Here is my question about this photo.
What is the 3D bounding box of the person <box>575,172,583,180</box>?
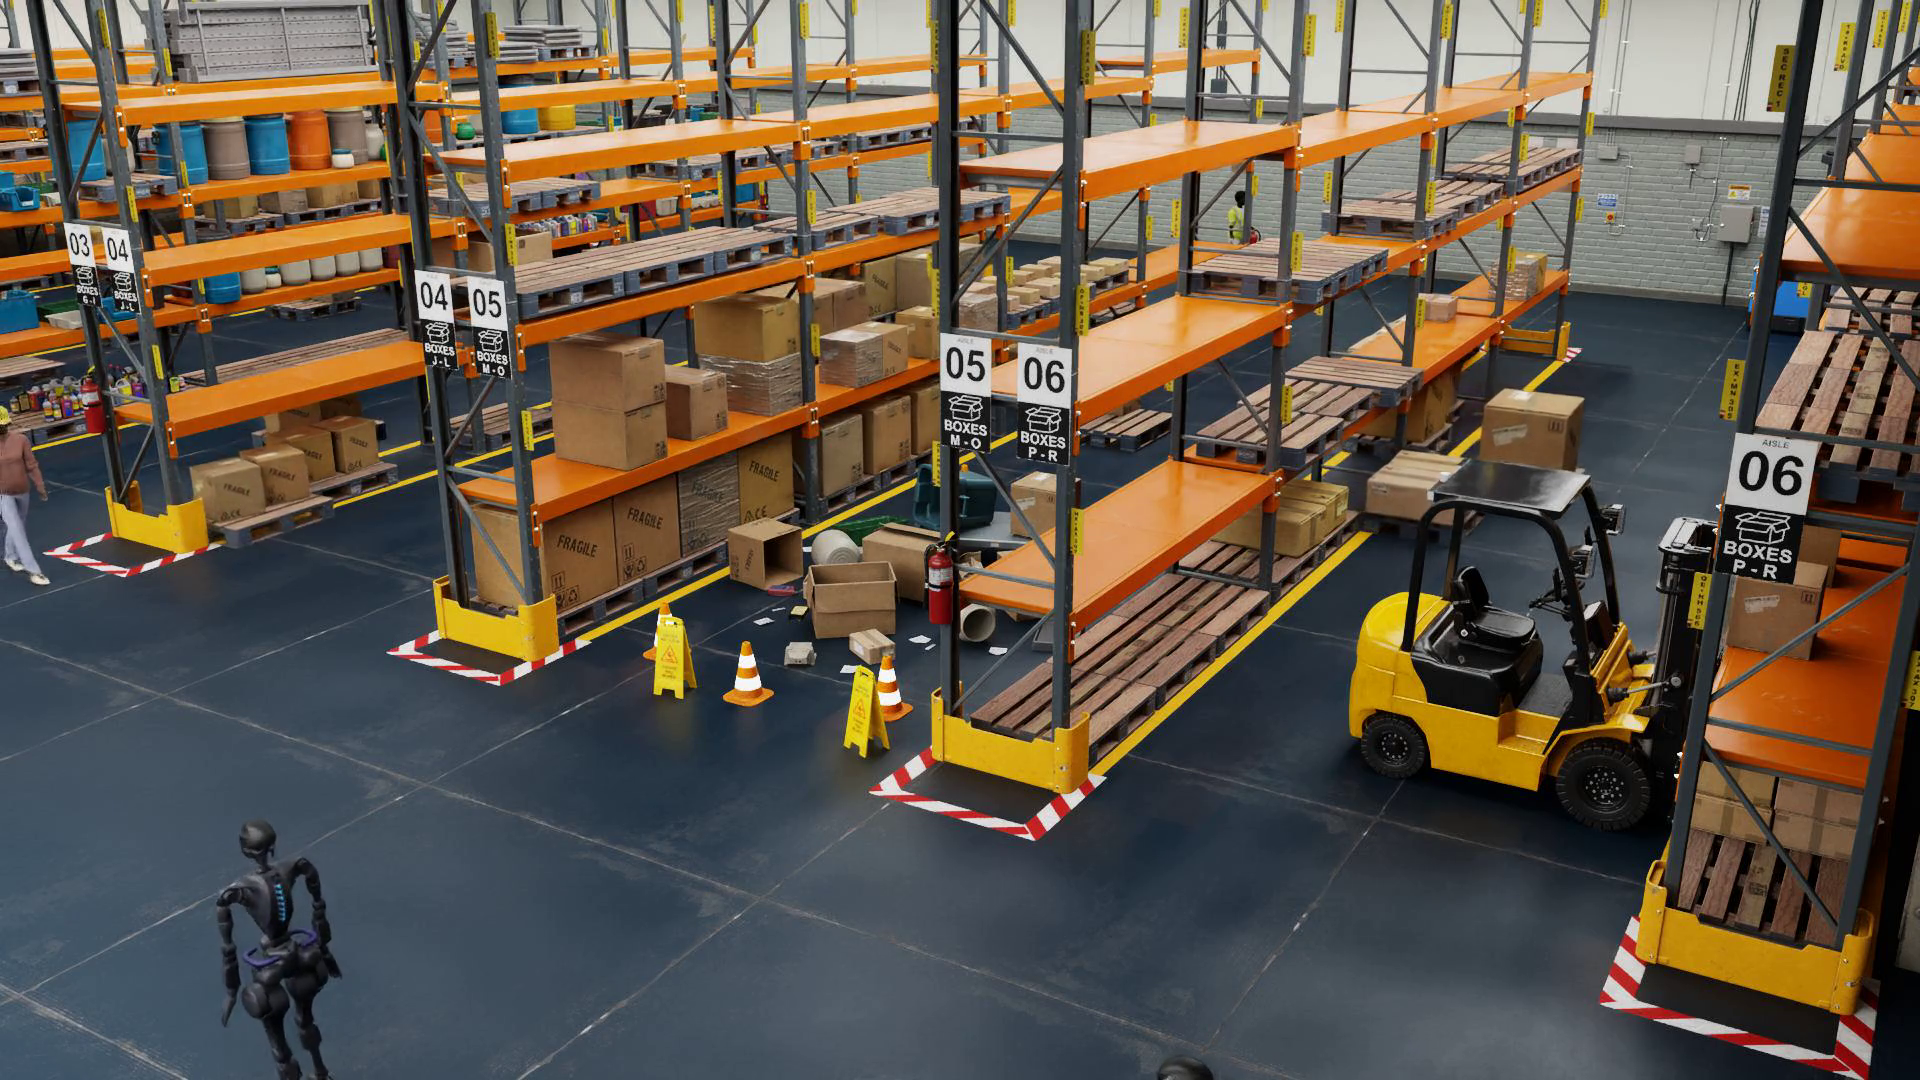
[{"bbox_3d":[-8.278,-7.492,36.132,0.737,1.666,0.494,7,20,20],"label":"person"}]

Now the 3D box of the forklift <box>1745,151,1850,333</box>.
[{"bbox_3d":[13.620,-4.667,26.137,1.873,2.768,1.129,11,22,29],"label":"forklift"}]

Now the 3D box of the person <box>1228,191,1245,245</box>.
[{"bbox_3d":[5.091,-5.552,30.474,0.317,1.696,0.539,16,25,39],"label":"person"}]

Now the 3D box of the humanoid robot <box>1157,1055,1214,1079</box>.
[{"bbox_3d":[0.746,2.761,6.508,0.538,1.649,0.611,4,20,12],"label":"humanoid robot"}]

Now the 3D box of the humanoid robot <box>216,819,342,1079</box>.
[{"bbox_3d":[-3.392,2.141,8.273,0.370,1.656,0.609,14,24,36],"label":"humanoid robot"}]

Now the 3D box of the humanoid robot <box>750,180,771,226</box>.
[{"bbox_3d":[-4.298,-7.145,35.125,0.608,1.635,0.439,-14,23,-34],"label":"humanoid robot"}]

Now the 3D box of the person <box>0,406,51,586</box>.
[{"bbox_3d":[-8.971,-0.459,15.716,0.898,1.720,0.534,11,22,30],"label":"person"}]

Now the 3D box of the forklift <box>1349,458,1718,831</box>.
[{"bbox_3d":[3.988,0.658,11.776,2.313,2.155,1.214,11,22,29],"label":"forklift"}]
